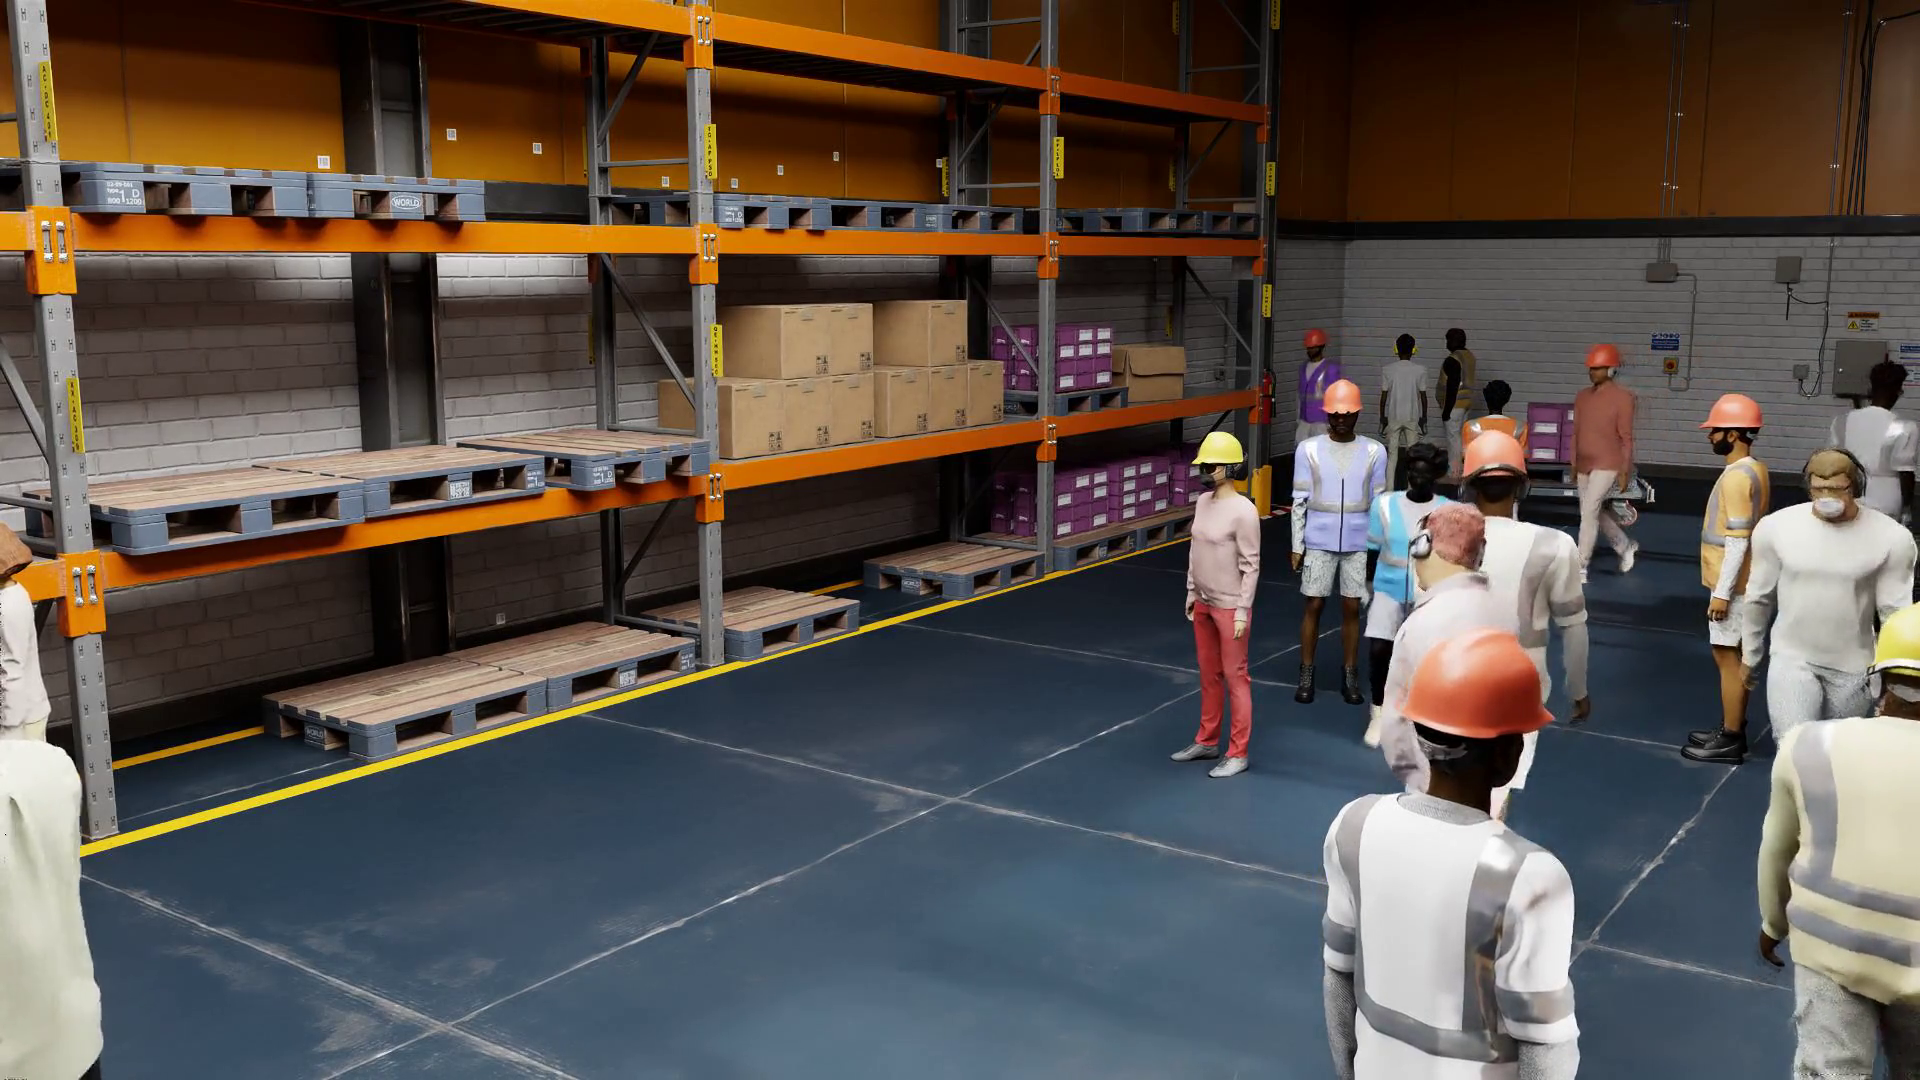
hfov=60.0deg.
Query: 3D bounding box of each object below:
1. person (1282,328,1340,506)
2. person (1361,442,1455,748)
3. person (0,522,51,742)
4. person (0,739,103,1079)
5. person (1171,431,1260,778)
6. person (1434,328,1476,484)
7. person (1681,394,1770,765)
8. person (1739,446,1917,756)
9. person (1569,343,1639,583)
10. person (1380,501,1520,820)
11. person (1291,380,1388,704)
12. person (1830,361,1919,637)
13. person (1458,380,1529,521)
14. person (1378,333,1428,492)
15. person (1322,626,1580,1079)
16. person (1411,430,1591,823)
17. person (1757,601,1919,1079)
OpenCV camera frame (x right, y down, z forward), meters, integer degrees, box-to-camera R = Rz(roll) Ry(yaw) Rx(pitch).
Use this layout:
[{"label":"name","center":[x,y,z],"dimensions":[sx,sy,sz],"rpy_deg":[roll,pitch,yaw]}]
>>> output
[{"label":"person","center":[3.833,-1.321,17.883],"dimensions":[0.745,1.919,0.552],"rpy_deg":[-6,11,-32]},{"label":"person","center":[2.403,0.309,8.853],"dimensions":[0.547,1.672,0.477],"rpy_deg":[4,10,23]},{"label":"person","center":[-3.749,0.722,6.574],"dimensions":[0.270,1.627,0.497],"rpy_deg":[-7,12,-35]},{"label":"person","center":[-2.022,1.085,3.416],"dimensions":[0.523,1.971,0.626],"rpy_deg":[1,10,8]},{"label":"person","center":[1.320,0.327,8.507],"dimensions":[0.315,1.770,0.524],"rpy_deg":[-5,11,-25]},{"label":"person","center":[5.830,-1.576,19.626],"dimensions":[0.429,1.840,0.627],"rpy_deg":[7,12,36]},{"label":"person","center":[4.014,0.205,8.727],"dimensions":[0.371,1.935,0.551],"rpy_deg":[6,11,32]},{"label":"person","center":[3.697,0.507,7.131],"dimensions":[0.635,1.879,1.057],"rpy_deg":[5,11,27]},{"label":"person","center":[5.268,-0.625,13.606],"dimensions":[0.890,1.968,0.621],"rpy_deg":[-4,10,-21]},{"label":"person","center":[1.531,0.828,5.250],"dimensions":[0.462,1.865,0.793],"rpy_deg":[6,11,32]},{"label":"person","center":[2.237,0.019,9.837],"dimensions":[0.552,1.934,0.373],"rpy_deg":[1,10,7]},{"label":"person","center":[6.263,-0.265,11.493],"dimensions":[0.609,1.944,0.624],"rpy_deg":[-6,11,-33]},{"label":"person","center":[4.198,-0.413,13.122],"dimensions":[0.540,1.696,0.315],"rpy_deg":[0,10,3]},{"label":"person","center":[4.683,-1.245,17.561],"dimensions":[0.510,1.872,0.328],"rpy_deg":[3,10,16]},{"label":"person","center":[0.961,1.123,3.257],"dimensions":[0.359,1.939,0.543],"rpy_deg":[-7,12,-37]},{"label":"person","center":[2.069,0.571,6.443],"dimensions":[0.623,1.982,1.098],"rpy_deg":[6,11,33]},{"label":"person","center":[2.358,1.028,4.244],"dimensions":[0.606,1.783,0.908],"rpy_deg":[6,11,33]}]
